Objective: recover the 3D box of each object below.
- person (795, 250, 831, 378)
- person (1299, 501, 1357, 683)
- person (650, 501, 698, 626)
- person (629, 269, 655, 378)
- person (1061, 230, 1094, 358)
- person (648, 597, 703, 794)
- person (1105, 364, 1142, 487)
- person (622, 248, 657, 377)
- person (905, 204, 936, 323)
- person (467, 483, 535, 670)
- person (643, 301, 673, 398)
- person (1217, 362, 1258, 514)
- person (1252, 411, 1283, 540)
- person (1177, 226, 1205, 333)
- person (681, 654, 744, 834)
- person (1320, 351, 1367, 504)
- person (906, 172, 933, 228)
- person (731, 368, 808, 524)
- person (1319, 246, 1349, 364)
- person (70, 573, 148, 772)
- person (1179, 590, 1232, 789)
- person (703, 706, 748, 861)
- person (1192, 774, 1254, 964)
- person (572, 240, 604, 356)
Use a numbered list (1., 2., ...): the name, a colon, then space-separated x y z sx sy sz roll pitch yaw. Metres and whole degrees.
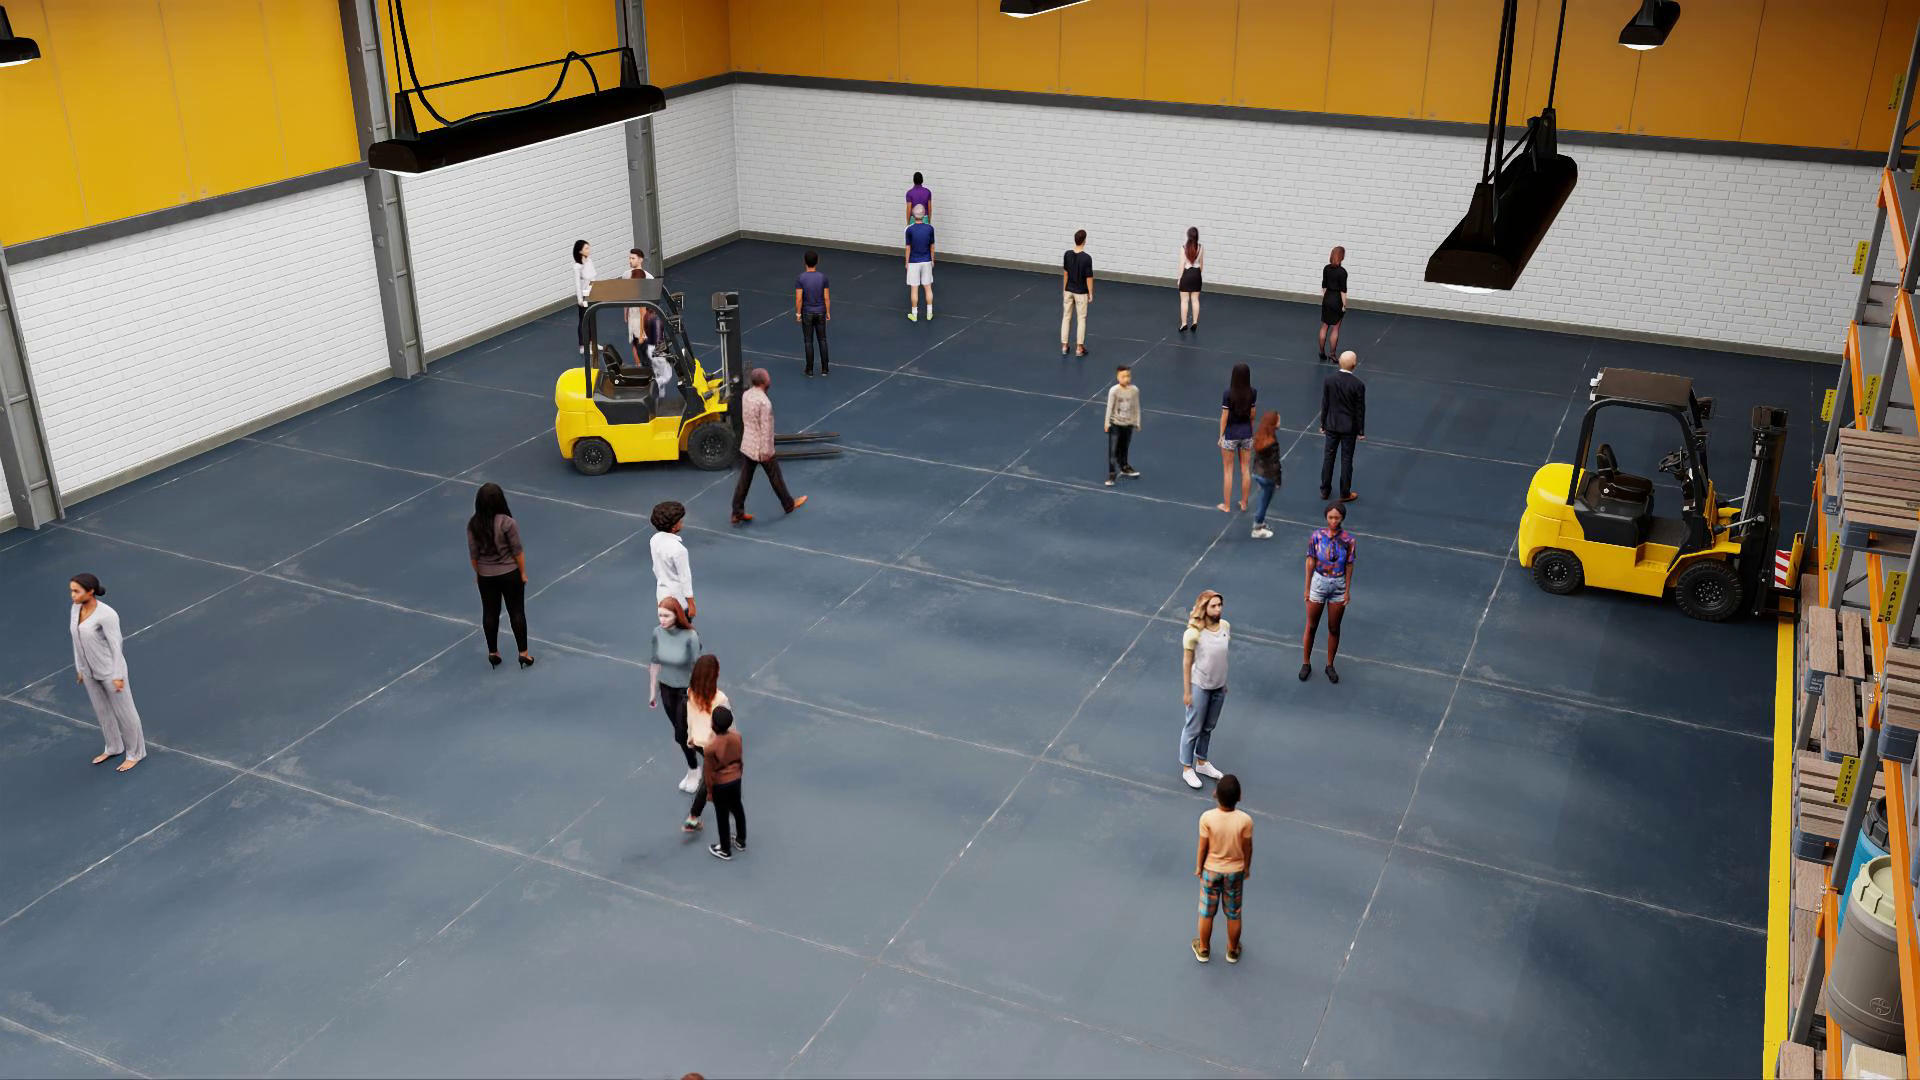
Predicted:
1. person: -2.075 -3.203 23.522 0.708 1.792 0.744 -7 24 -15
2. person: 3.358 0.463 15.197 0.649 1.743 0.614 3 24 7
3. person: -2.582 0.490 15.052 0.696 1.809 0.712 -20 31 -38
4. person: -4.329 -2.820 22.656 0.727 1.784 0.671 -9 25 -19
5. person: 1.701 -3.628 24.421 0.636 1.851 0.535 12 26 25
6. person: -2.234 1.213 13.499 0.559 1.729 0.567 10 26 22
7. person: 1.941 -1.402 19.834 0.802 1.447 0.855 -11 26 -23
8. person: -4.494 -3.196 23.429 0.676 1.854 0.548 11 26 24
9. person: -0.629 -4.364 26.120 0.720 1.839 0.770 -7 25 -16
10. person: -4.248 0.341 15.354 0.733 1.842 0.721 2 24 4
11. person: -4.072 -2.459 22.075 0.880 1.589 0.821 -10 25 -21
12. person: 3.147 -1.164 18.890 0.662 1.766 0.699 -4 24 -10
13. person: 3.287 -0.708 18.215 0.728 1.472 0.665 -8 25 -17
14. person: 3.538 -4.004 25.532 0.630 1.650 0.686 -8 25 -17
15. person: -1.990 1.605 12.943 0.704 1.456 0.993 17 29 33
16. person: 4.405 -1.313 19.188 0.700 1.801 0.621 14 27 29
17. person: -0.710 -5.486 28.776 0.720 1.767 0.780 -8 25 -18
18. person: -2.321 -1.003 18.530 1.286 1.759 1.031 -19 30 -37
19. person: 5.417 -3.423 24.135 0.652 1.705 0.657 -17 29 -33
20. person: -7.118 1.066 13.825 0.646 1.737 0.545 9 25 19
21. person: 1.992 1.190 13.559 0.650 1.723 0.769 -16 28 -33
22. person: -1.780 1.841 12.663 0.635 1.249 0.506 21 31 40
23. person: 1.811 2.261 11.436 0.585 1.461 0.594 1 24 3
24. person: -5.529 -3.603 24.551 0.694 1.700 0.505 8 25 17
